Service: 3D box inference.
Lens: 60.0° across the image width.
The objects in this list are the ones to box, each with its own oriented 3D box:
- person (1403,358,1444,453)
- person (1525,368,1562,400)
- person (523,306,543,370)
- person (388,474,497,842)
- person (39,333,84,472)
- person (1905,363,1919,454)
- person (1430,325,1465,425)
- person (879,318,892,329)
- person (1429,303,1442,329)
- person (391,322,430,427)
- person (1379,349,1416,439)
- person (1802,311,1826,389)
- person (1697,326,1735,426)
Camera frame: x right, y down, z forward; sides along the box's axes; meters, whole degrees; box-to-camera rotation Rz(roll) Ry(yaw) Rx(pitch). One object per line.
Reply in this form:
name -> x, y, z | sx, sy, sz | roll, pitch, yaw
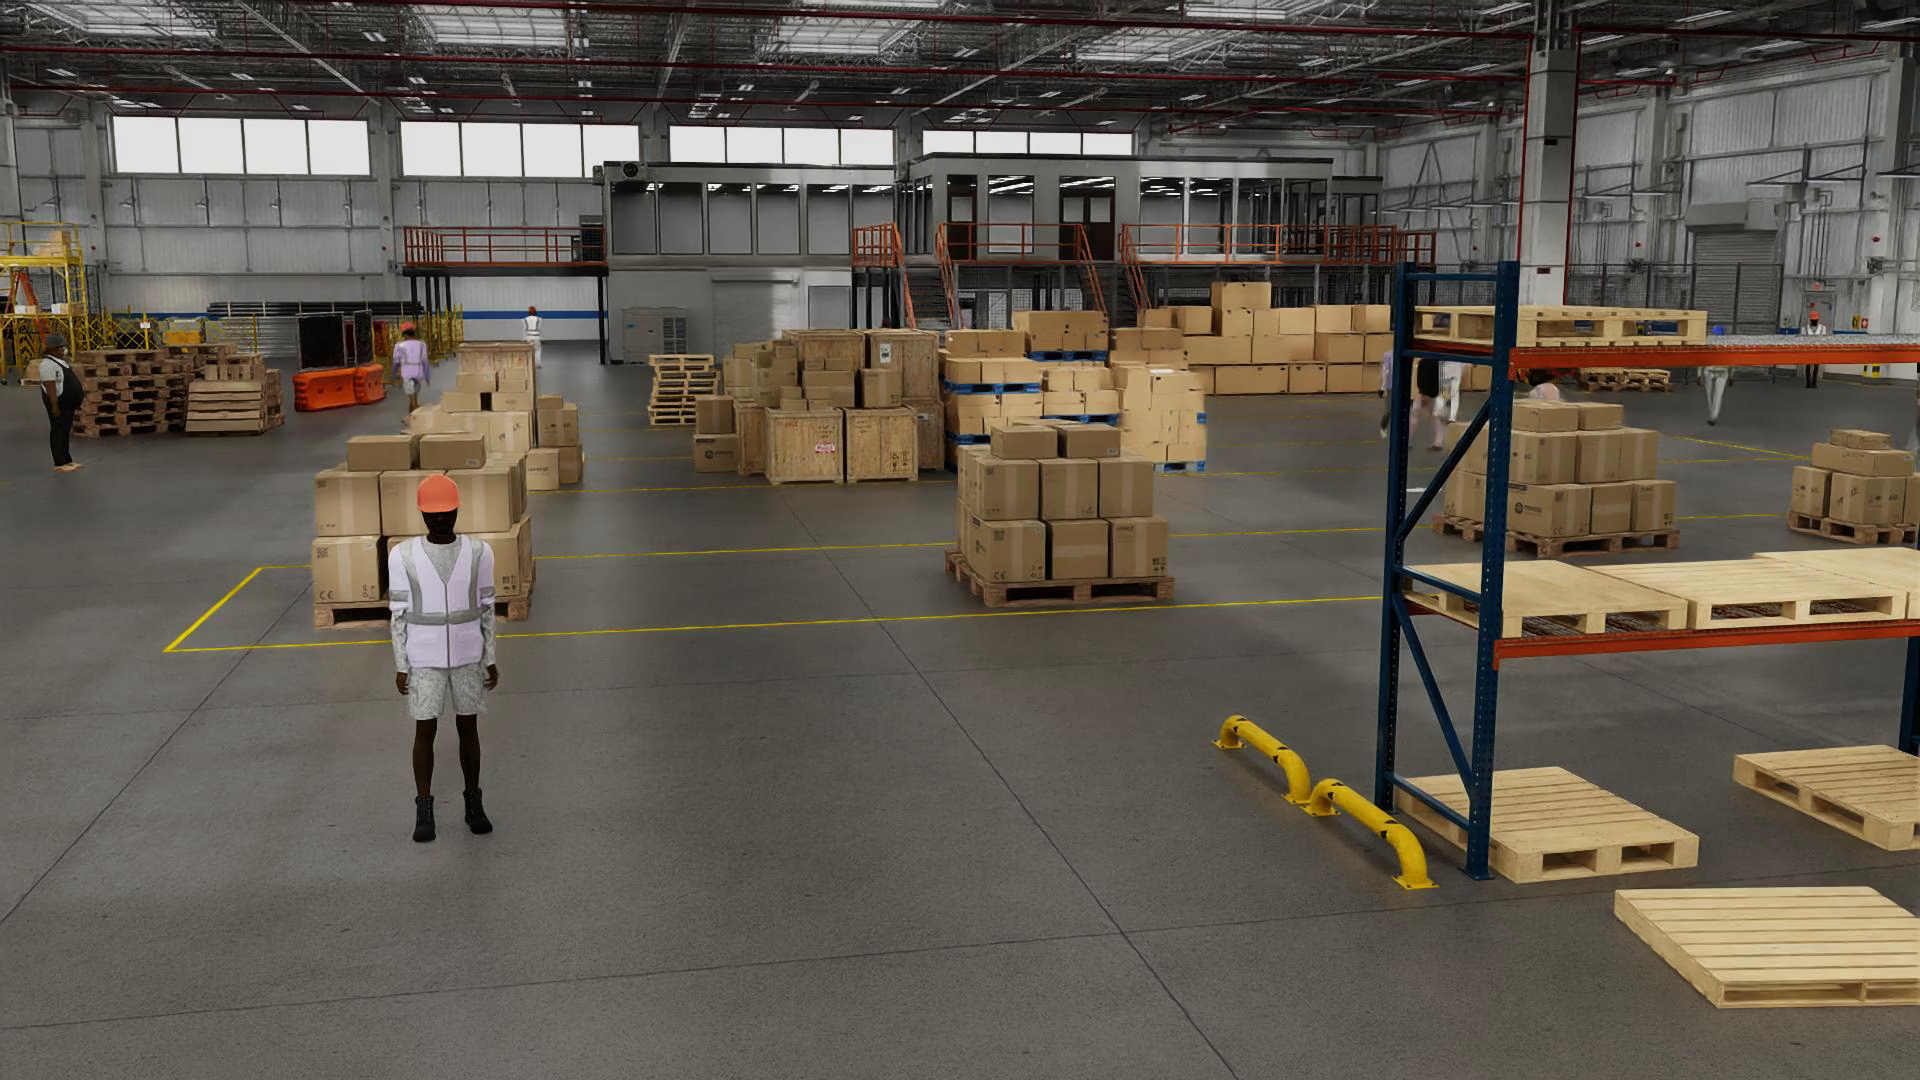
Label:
person -> 7.497, -2.403, 27.083 | 0.956, 1.948, 0.653 | 7, 12, 37
person -> 7.344, -1.314, 20.990 | 0.614, 1.797, 0.986 | -6, 11, -31
person -> -12.428, -5.883, 48.569 | 0.603, 1.859, 0.782 | 0, 9, 0
person -> -2.704, 0.613, 8.757 | 0.542, 1.938, 0.358 | -4, 10, -24
person -> -13.225, -2.028, 24.537 | 0.539, 2.000, 0.689 | -2, 10, -14
person -> 13.778, -1.792, 23.687 | 0.593, 1.839, 1.022 | -6, 11, -34
person -> 9.314, -3.146, 31.767 | 0.634, 1.913, 0.807 | -1, 9, -5
person -> -1.738, -4.298, 39.059 | 0.625, 1.821, 0.468 | 2, 10, 12
person -> 14.143, -6.103, 49.720 | 0.615, 1.943, 1.022 | -9, 13, -43
person -> -10.261, -3.058, 30.985 | 0.635, 1.982, 1.067 | -8, 12, -41
person -> 7.514, -2.631, 28.626 | 0.625, 1.902, 0.535 | -1, 9, -7
person -> 21.112, -4.695, 41.188 | 0.571, 1.905, 0.824 | 4, 10, 24
person -> 14.404, -3.134, 31.721 | 0.640, 1.896, 1.022 | 6, 11, 33
